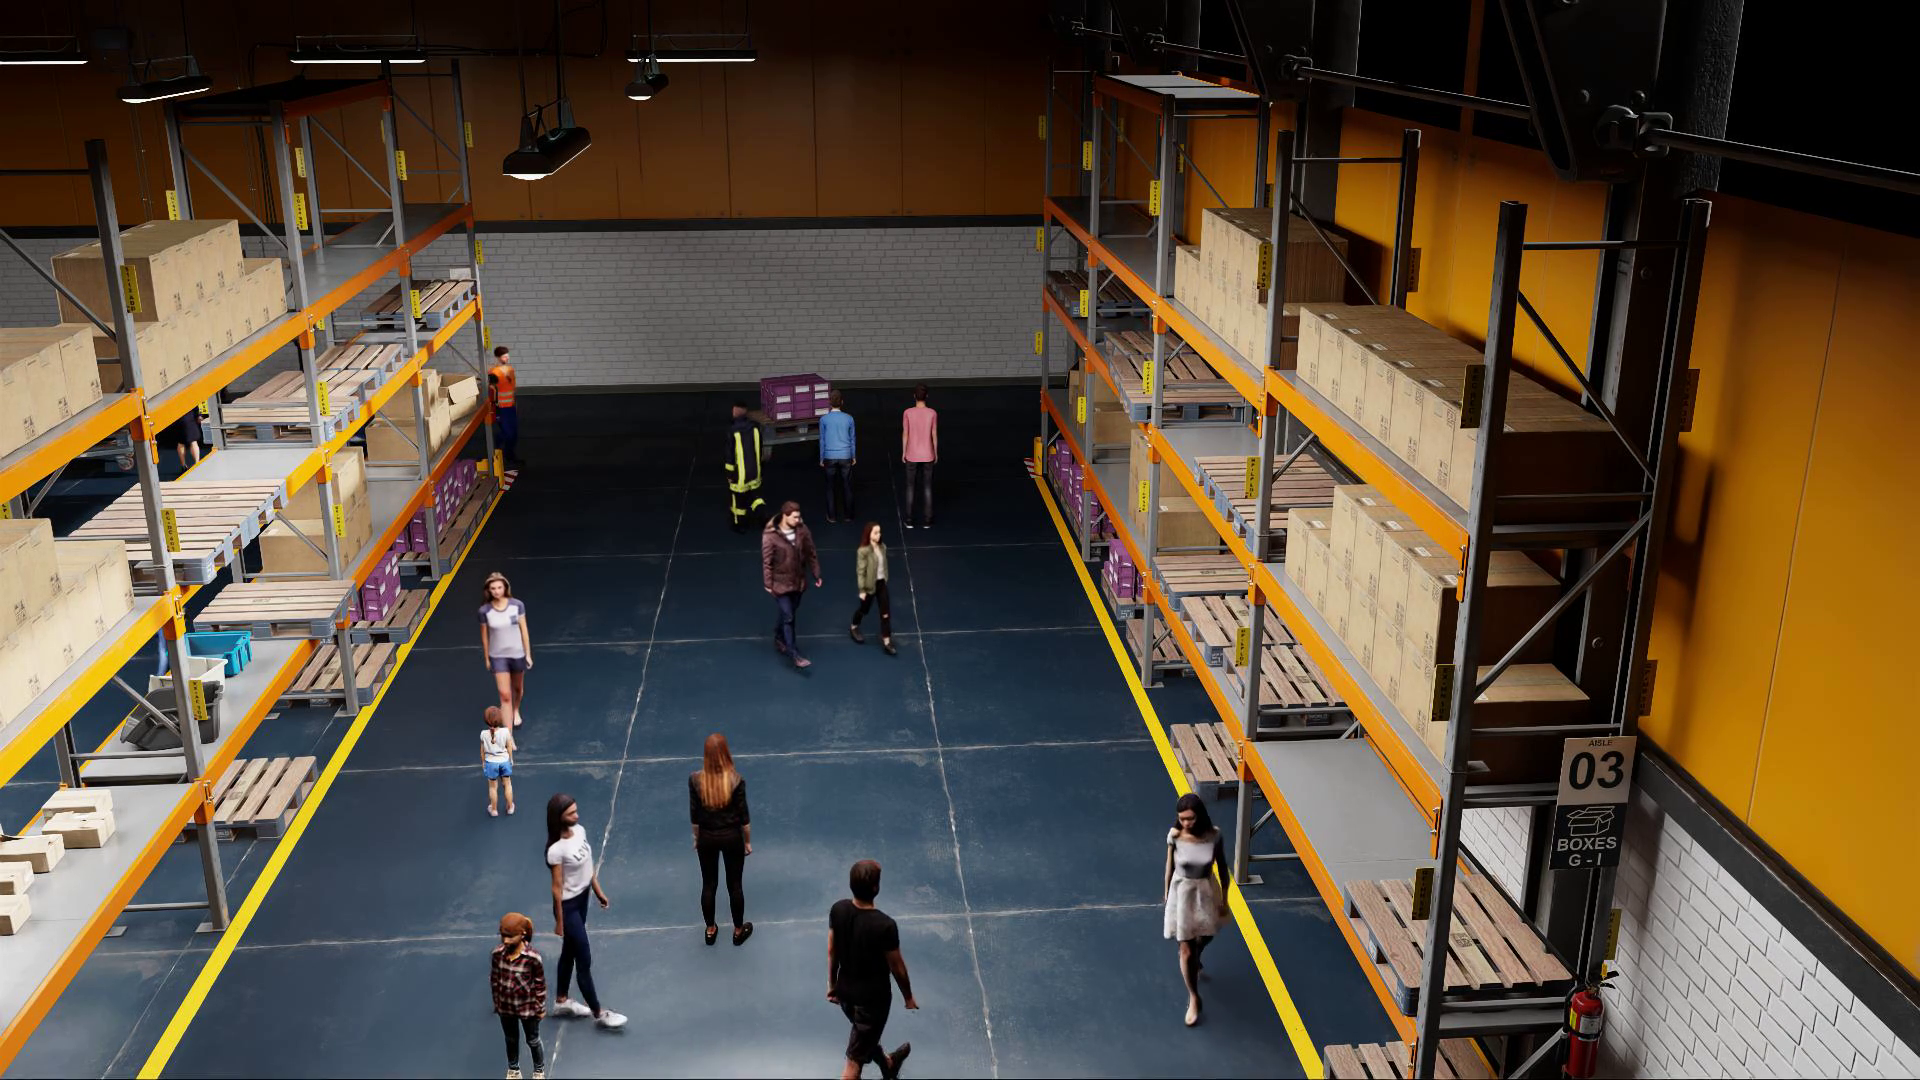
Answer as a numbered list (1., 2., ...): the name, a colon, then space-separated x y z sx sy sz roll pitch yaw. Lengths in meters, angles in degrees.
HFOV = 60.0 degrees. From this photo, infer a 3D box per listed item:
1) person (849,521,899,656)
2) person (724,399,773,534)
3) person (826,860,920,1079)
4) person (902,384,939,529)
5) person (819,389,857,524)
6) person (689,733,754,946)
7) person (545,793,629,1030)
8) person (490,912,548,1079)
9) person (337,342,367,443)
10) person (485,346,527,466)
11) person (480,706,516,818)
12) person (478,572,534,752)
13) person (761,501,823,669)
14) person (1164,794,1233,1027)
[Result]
1. person: -0.998 0.507 18.168 0.934 1.445 1.095 -14 23 -36
2. person: -2.781 -0.933 21.827 1.013 1.838 1.102 -15 24 -38
3. person: -0.671 2.905 10.456 1.118 1.823 1.212 13 23 34
4. person: -0.539 -1.114 22.179 0.626 1.956 0.545 -1 19 -4
5. person: -1.650 -1.143 22.479 0.653 1.820 0.563 -2 19 -7
6. person: -1.811 2.259 12.546 0.625 1.713 0.563 1 19 3
7. person: -2.758 2.564 11.558 0.759 1.765 0.817 2 19 7
8. person: -2.885 3.024 10.911 0.590 1.305 0.603 4 19 12
9. person: -9.611 -2.344 26.250 0.951 1.690 0.916 -8 20 -23
10. person: -6.902 -1.990 24.924 0.982 1.864 0.916 5 19 16
11. person: -4.063 1.935 14.594 0.446 1.019 0.455 -6 19 -16
12. person: -4.348 1.108 16.008 0.820 1.685 1.149 -7 20 -20
13. person: -1.879 0.437 17.831 1.137 1.792 1.265 -15 24 -37
14. person: 1.645 2.529 11.695 0.695 1.744 0.960 -2 19 -6
